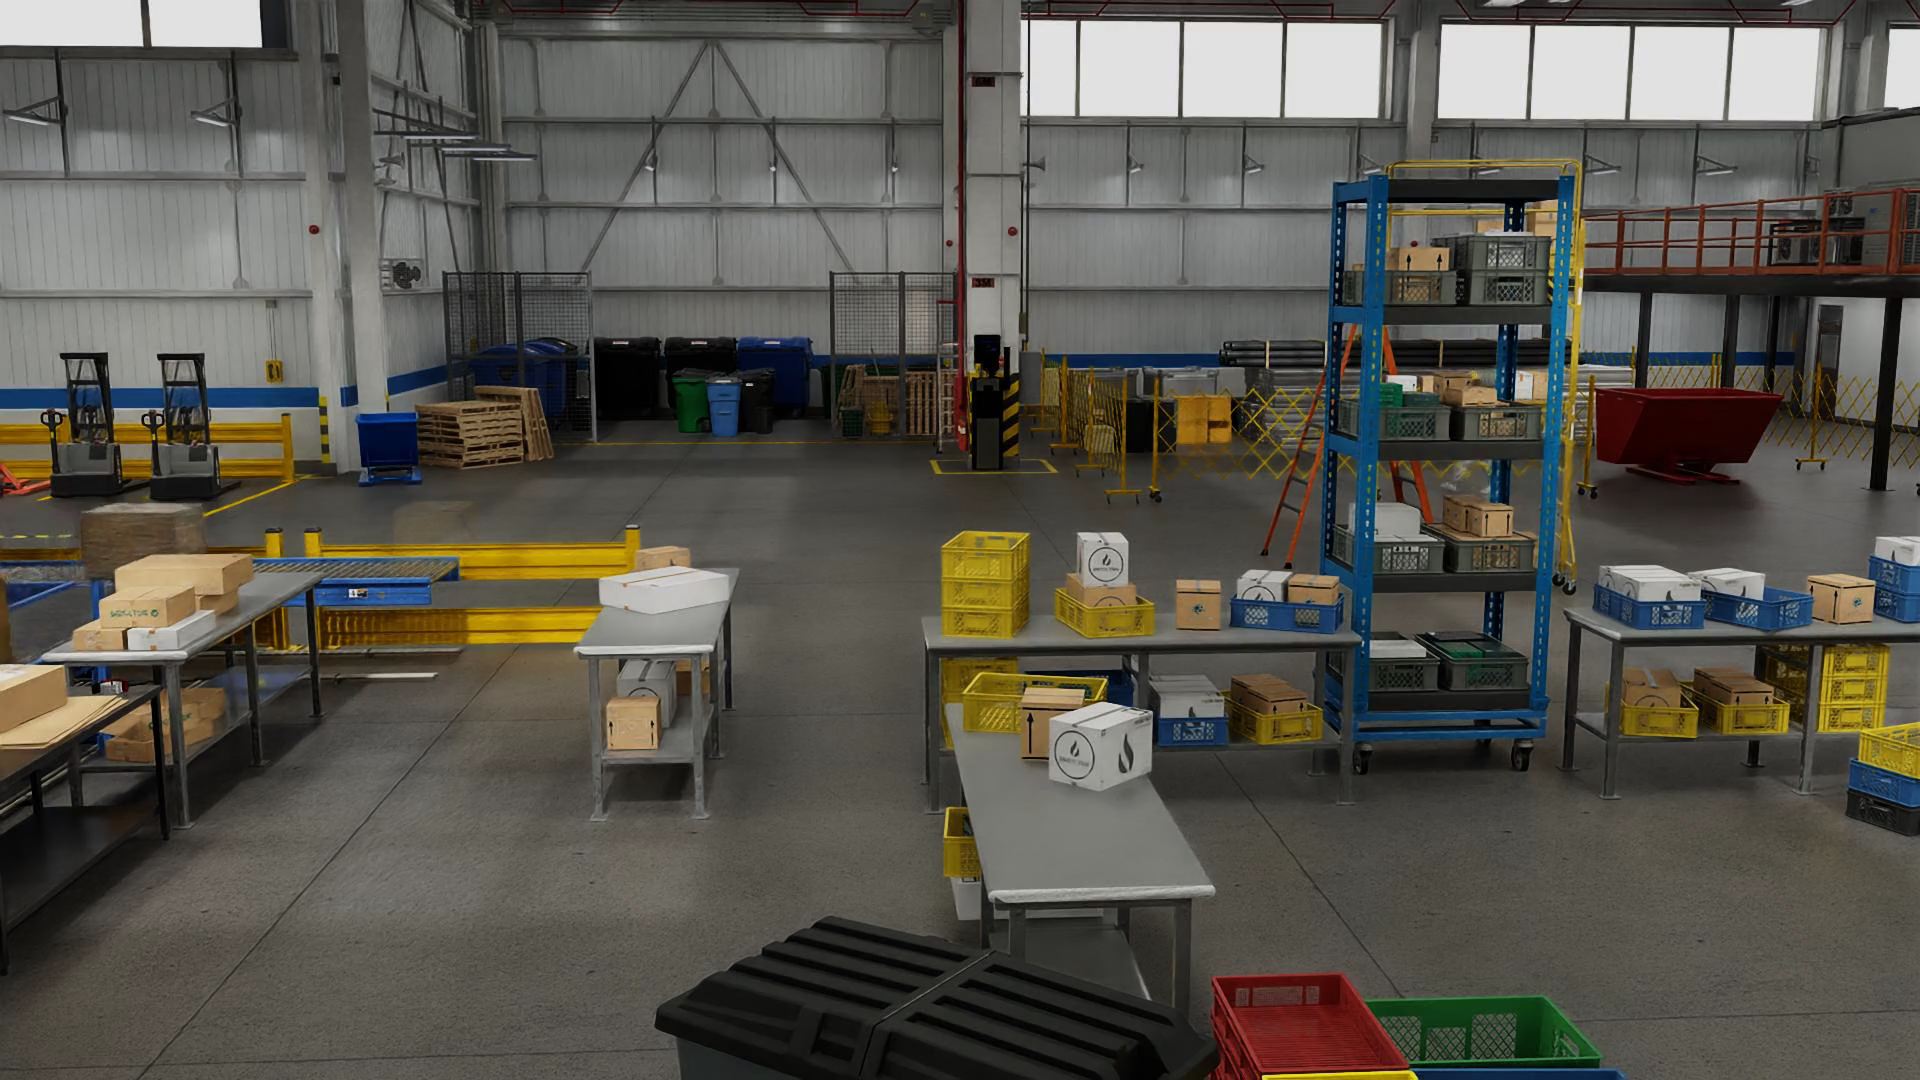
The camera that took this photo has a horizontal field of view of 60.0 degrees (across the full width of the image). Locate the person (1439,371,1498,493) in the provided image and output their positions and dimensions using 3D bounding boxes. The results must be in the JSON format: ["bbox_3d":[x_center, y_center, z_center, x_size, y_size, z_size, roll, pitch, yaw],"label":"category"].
[{"bbox_3d":[7.153,-1.501,23.228,0.844,1.678,0.568,3,9,16],"label":"person"}]

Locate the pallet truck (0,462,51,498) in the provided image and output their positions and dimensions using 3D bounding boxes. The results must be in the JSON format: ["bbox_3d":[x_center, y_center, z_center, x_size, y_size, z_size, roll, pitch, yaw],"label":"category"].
[{"bbox_3d":[-13.193,-1.293,23.148,0.653,1.274,1.630,-1,9,-4],"label":"pallet truck"}]

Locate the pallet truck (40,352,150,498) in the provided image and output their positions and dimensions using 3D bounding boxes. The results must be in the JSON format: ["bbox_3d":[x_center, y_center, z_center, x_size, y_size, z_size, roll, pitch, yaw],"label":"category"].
[{"bbox_3d":[-11.907,-1.642,23.165,0.823,1.965,1.885,0,9,0],"label":"pallet truck"}]

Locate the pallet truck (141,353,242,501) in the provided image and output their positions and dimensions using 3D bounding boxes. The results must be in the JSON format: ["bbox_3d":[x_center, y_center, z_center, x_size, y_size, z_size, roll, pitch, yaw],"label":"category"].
[{"bbox_3d":[-10.520,-1.604,22.925,0.823,1.965,1.885,-1,9,-6],"label":"pallet truck"}]
